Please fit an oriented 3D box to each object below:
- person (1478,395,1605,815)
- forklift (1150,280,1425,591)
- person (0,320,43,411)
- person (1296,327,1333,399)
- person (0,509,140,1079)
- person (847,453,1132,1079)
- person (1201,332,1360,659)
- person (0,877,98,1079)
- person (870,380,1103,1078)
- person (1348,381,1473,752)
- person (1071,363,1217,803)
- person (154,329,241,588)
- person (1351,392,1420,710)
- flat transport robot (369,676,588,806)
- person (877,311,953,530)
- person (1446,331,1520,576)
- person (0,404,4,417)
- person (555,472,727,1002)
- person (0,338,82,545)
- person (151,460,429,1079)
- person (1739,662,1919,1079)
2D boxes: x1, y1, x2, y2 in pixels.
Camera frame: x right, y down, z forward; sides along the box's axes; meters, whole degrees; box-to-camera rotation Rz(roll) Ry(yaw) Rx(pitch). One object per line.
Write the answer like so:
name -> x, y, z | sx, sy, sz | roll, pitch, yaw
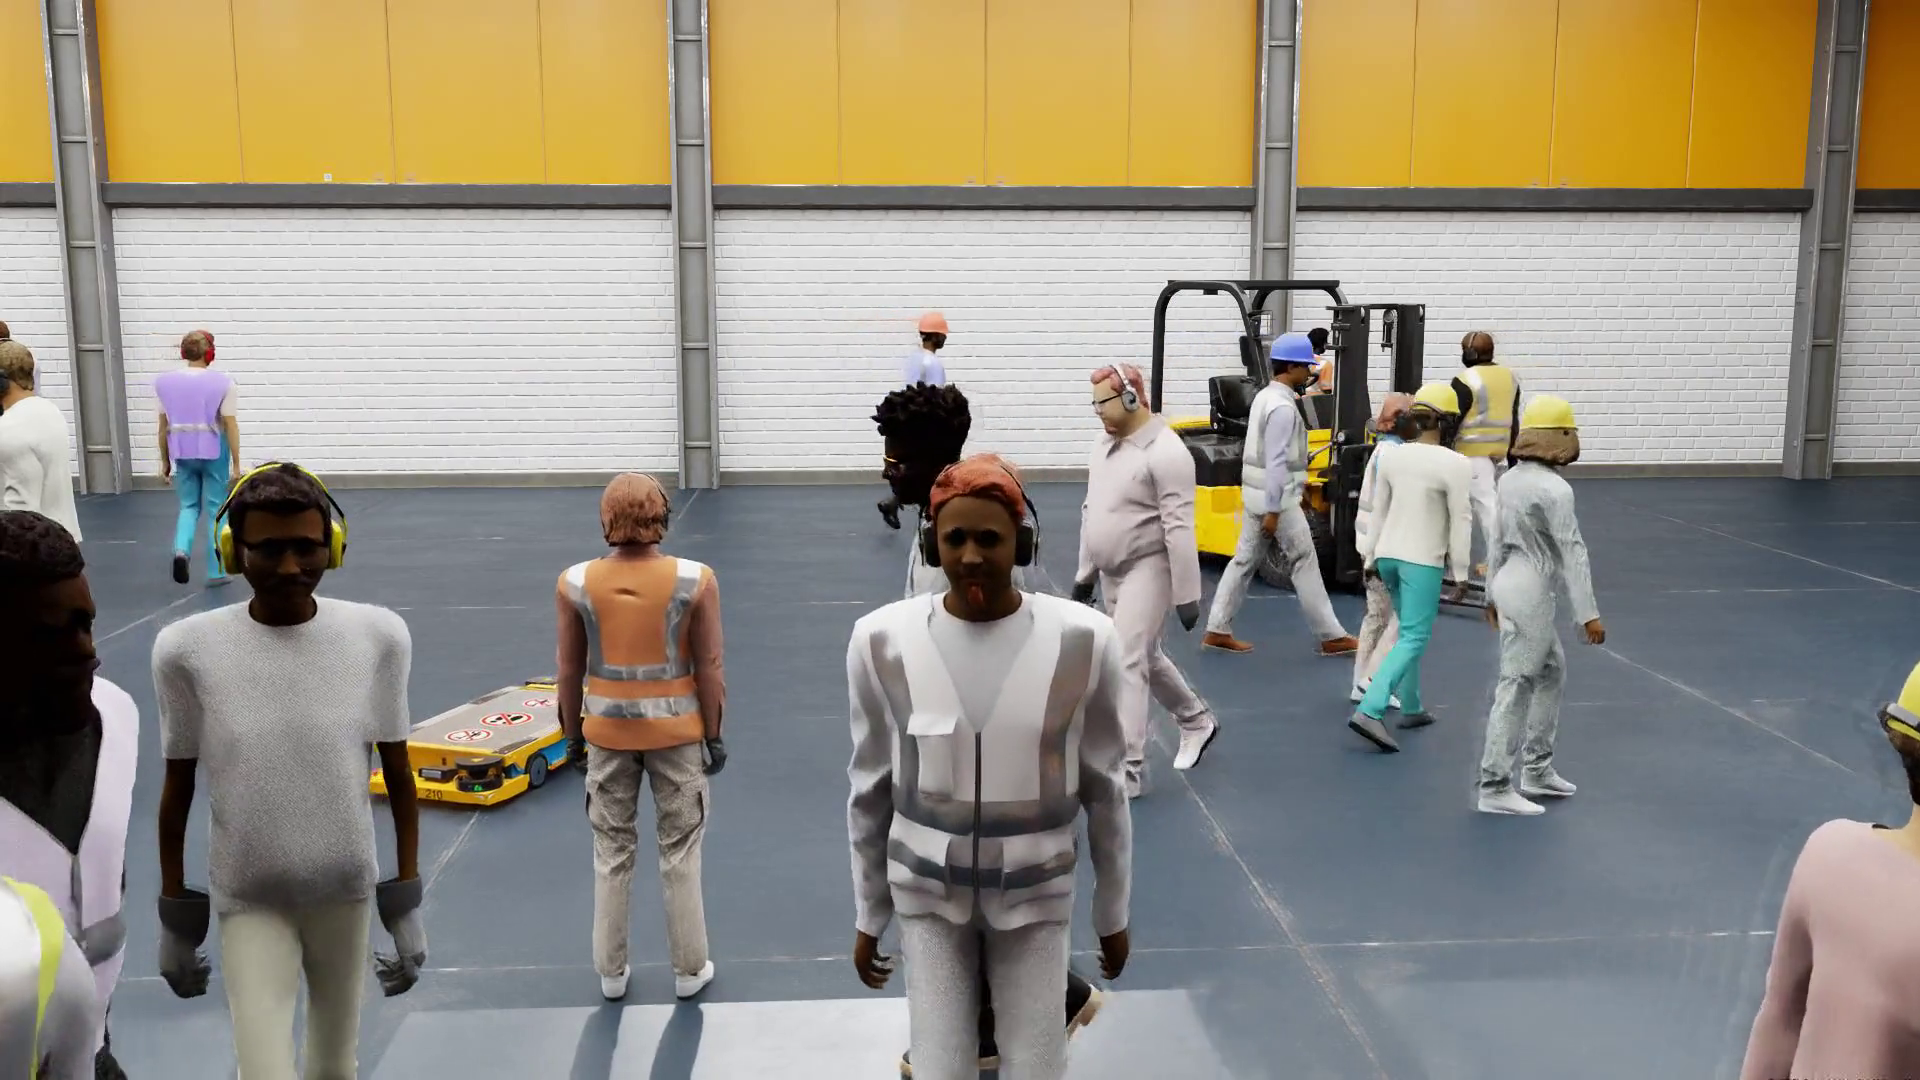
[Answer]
person -> 2.421, 0.276, 6.821 | 0.626, 1.719, 0.552 | 0, 9, -2
forklift -> 2.301, -0.860, 12.475 | 1.214, 2.155, 2.313 | -6, 11, -35
person -> -8.172, -0.963, 14.227 | 0.430, 1.845, 0.619 | 7, 12, 39
person -> 3.573, -1.301, 16.825 | 0.319, 1.693, 0.536 | -5, 10, -30
person -> -1.372, 0.880, 2.527 | 0.743, 1.881, 0.633 | 2, 9, 11
person -> 0.063, 0.733, 3.492 | 0.584, 1.866, 0.558 | 1, 9, 7
person -> 1.869, -0.248, 9.593 | 0.980, 1.894, 0.600 | -1, 9, -4
person -> -1.358, 1.021, 1.904 | 0.910, 1.790, 0.654 | 7, 12, 39
person -> 0.034, 0.542, 4.463 | 0.537, 1.940, 0.669 | -2, 9, -14
person -> 2.087, 0.110, 7.880 | 0.758, 1.717, 0.549 | -6, 11, -33
person -> 0.833, 0.154, 7.211 | 0.871, 1.853, 0.653 | -4, 10, -23
person -> -5.344, -0.555, 11.676 | 0.580, 1.836, 0.489 | 0, 9, -2
person -> 2.192, 0.060, 8.466 | 0.405, 1.617, 0.531 | 2, 9, 11
flat transport robot -> -2.015, 0.883, 7.550 | 0.652, 0.197, 1.431 | 3, 10, 18
person -> -0.317, -0.981, 14.110 | 0.664, 1.917, 0.554 | -4, 10, -24
person -> 3.775, -0.646, 12.381 | 0.651, 1.790, 0.952 | -6, 11, -34
person -> -6.850, -0.599, 11.471 | 0.392, 1.991, 0.612 | 2, 9, 14
person -> -0.963, 0.604, 5.050 | 0.517, 1.631, 0.335 | 1, 9, 3
person -> -4.149, 0.071, 7.449 | 0.374, 1.936, 0.627 | -2, 9, -14
person -> -1.354, 0.760, 3.392 | 0.520, 1.849, 0.494 | -5, 10, -30
person -> 1.419, 0.978, 2.357 | 0.875, 1.723, 0.561 | 0, 9, -1
